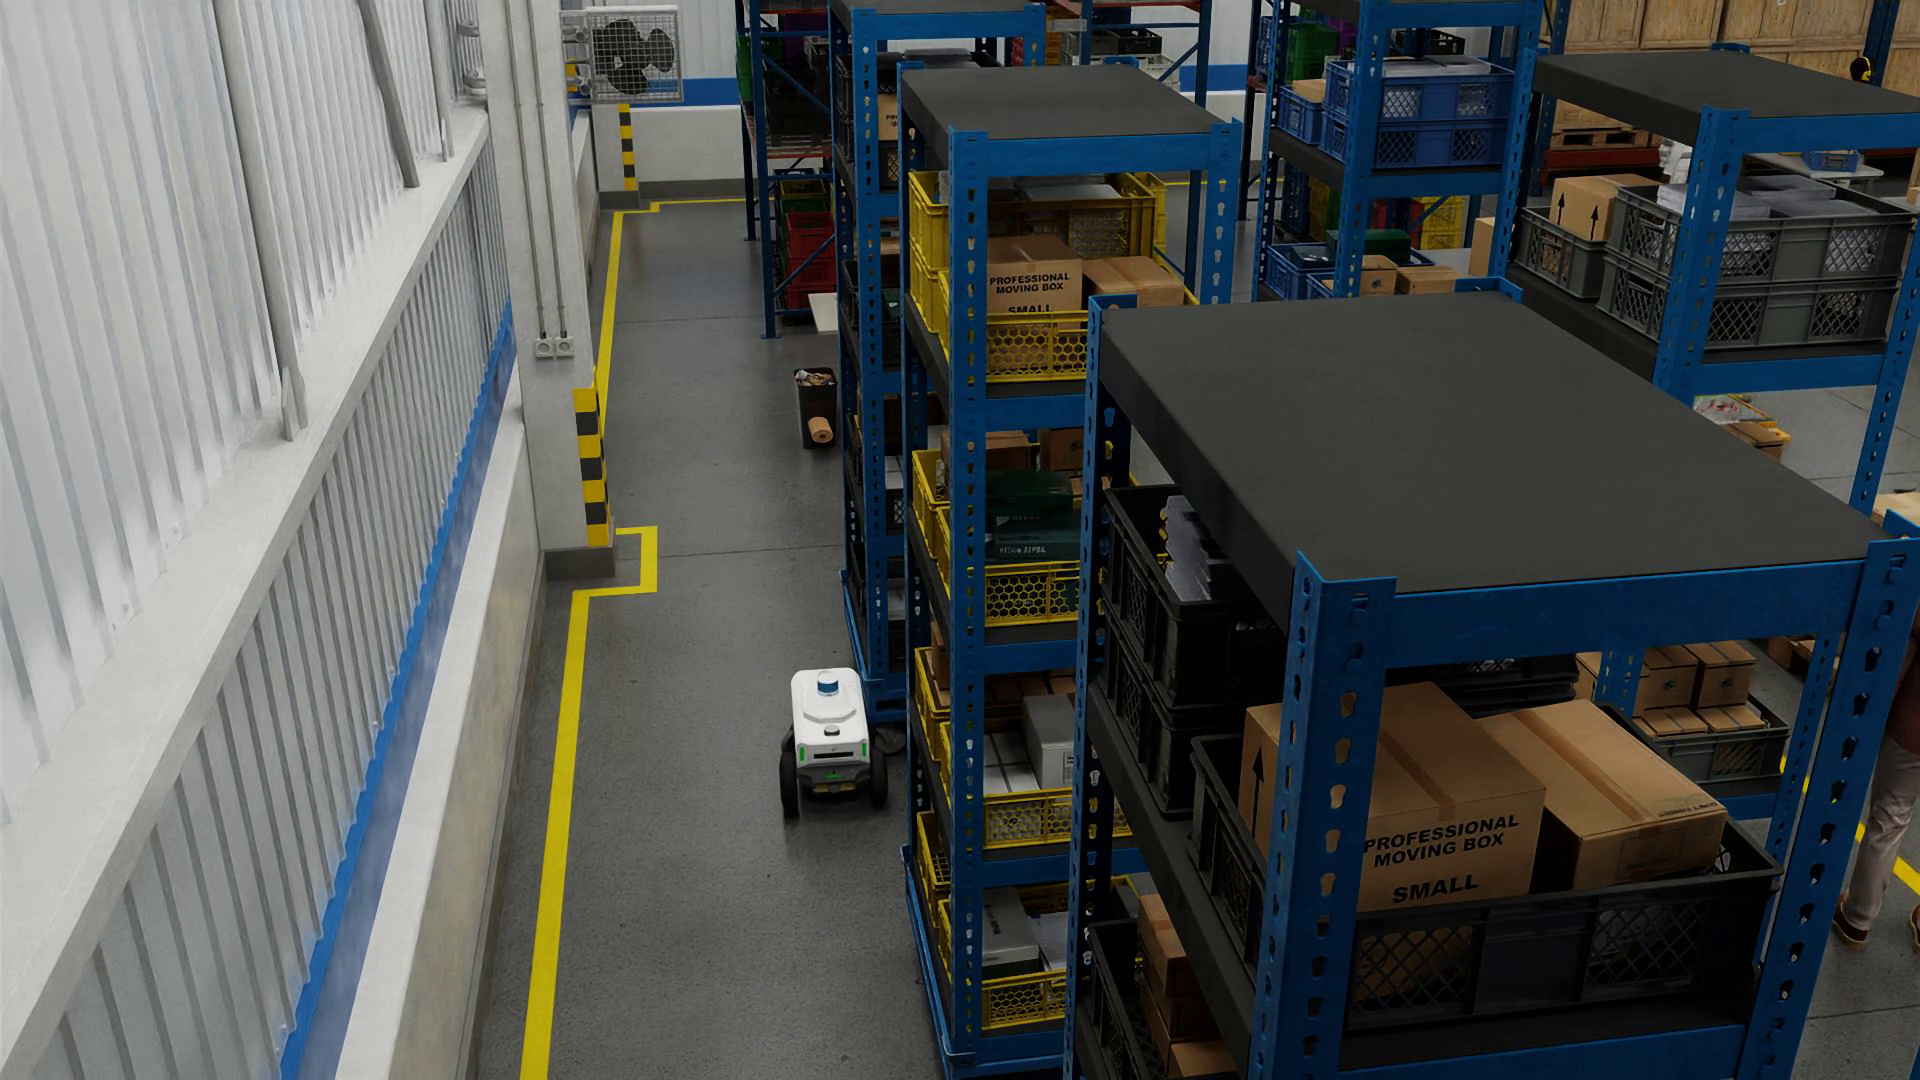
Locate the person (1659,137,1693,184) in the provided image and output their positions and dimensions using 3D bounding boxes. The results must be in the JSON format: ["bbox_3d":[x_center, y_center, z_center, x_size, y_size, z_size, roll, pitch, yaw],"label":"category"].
[{"bbox_3d":[7.034,-3.691,16.369,0.355,1.887,0.573,15,29,29],"label":"person"}]

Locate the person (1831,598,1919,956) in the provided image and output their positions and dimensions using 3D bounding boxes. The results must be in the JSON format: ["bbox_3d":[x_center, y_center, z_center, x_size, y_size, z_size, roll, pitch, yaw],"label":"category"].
[{"bbox_3d":[3.874,0.760,6.567,0.619,1.994,0.381,6,25,14],"label":"person"}]

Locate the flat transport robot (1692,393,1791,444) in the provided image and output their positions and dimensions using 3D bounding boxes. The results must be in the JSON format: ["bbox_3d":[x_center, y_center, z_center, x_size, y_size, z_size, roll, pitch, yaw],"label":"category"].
[{"bbox_3d":[5.224,-0.859,12.132,1.431,0.197,0.652,-4,25,-8],"label":"flat transport robot"}]

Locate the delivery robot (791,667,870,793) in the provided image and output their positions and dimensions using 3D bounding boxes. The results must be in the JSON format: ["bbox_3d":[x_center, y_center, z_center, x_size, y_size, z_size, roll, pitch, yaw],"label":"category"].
[{"bbox_3d":[-0.624,0.867,7.937,0.477,0.478,0.707,-3,25,-7],"label":"delivery robot"}]

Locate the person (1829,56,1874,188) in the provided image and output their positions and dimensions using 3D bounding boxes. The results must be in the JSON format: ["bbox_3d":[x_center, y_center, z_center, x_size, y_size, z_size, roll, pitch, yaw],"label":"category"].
[{"bbox_3d":[9.074,-4.006,17.073,0.328,1.873,0.518,-10,27,-21],"label":"person"}]

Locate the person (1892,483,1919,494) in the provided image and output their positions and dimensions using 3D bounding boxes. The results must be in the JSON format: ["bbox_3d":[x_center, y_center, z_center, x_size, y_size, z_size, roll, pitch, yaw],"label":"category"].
[{"bbox_3d":[6.505,-0.986,10.586,0.655,1.805,0.610,21,32,38],"label":"person"}]
